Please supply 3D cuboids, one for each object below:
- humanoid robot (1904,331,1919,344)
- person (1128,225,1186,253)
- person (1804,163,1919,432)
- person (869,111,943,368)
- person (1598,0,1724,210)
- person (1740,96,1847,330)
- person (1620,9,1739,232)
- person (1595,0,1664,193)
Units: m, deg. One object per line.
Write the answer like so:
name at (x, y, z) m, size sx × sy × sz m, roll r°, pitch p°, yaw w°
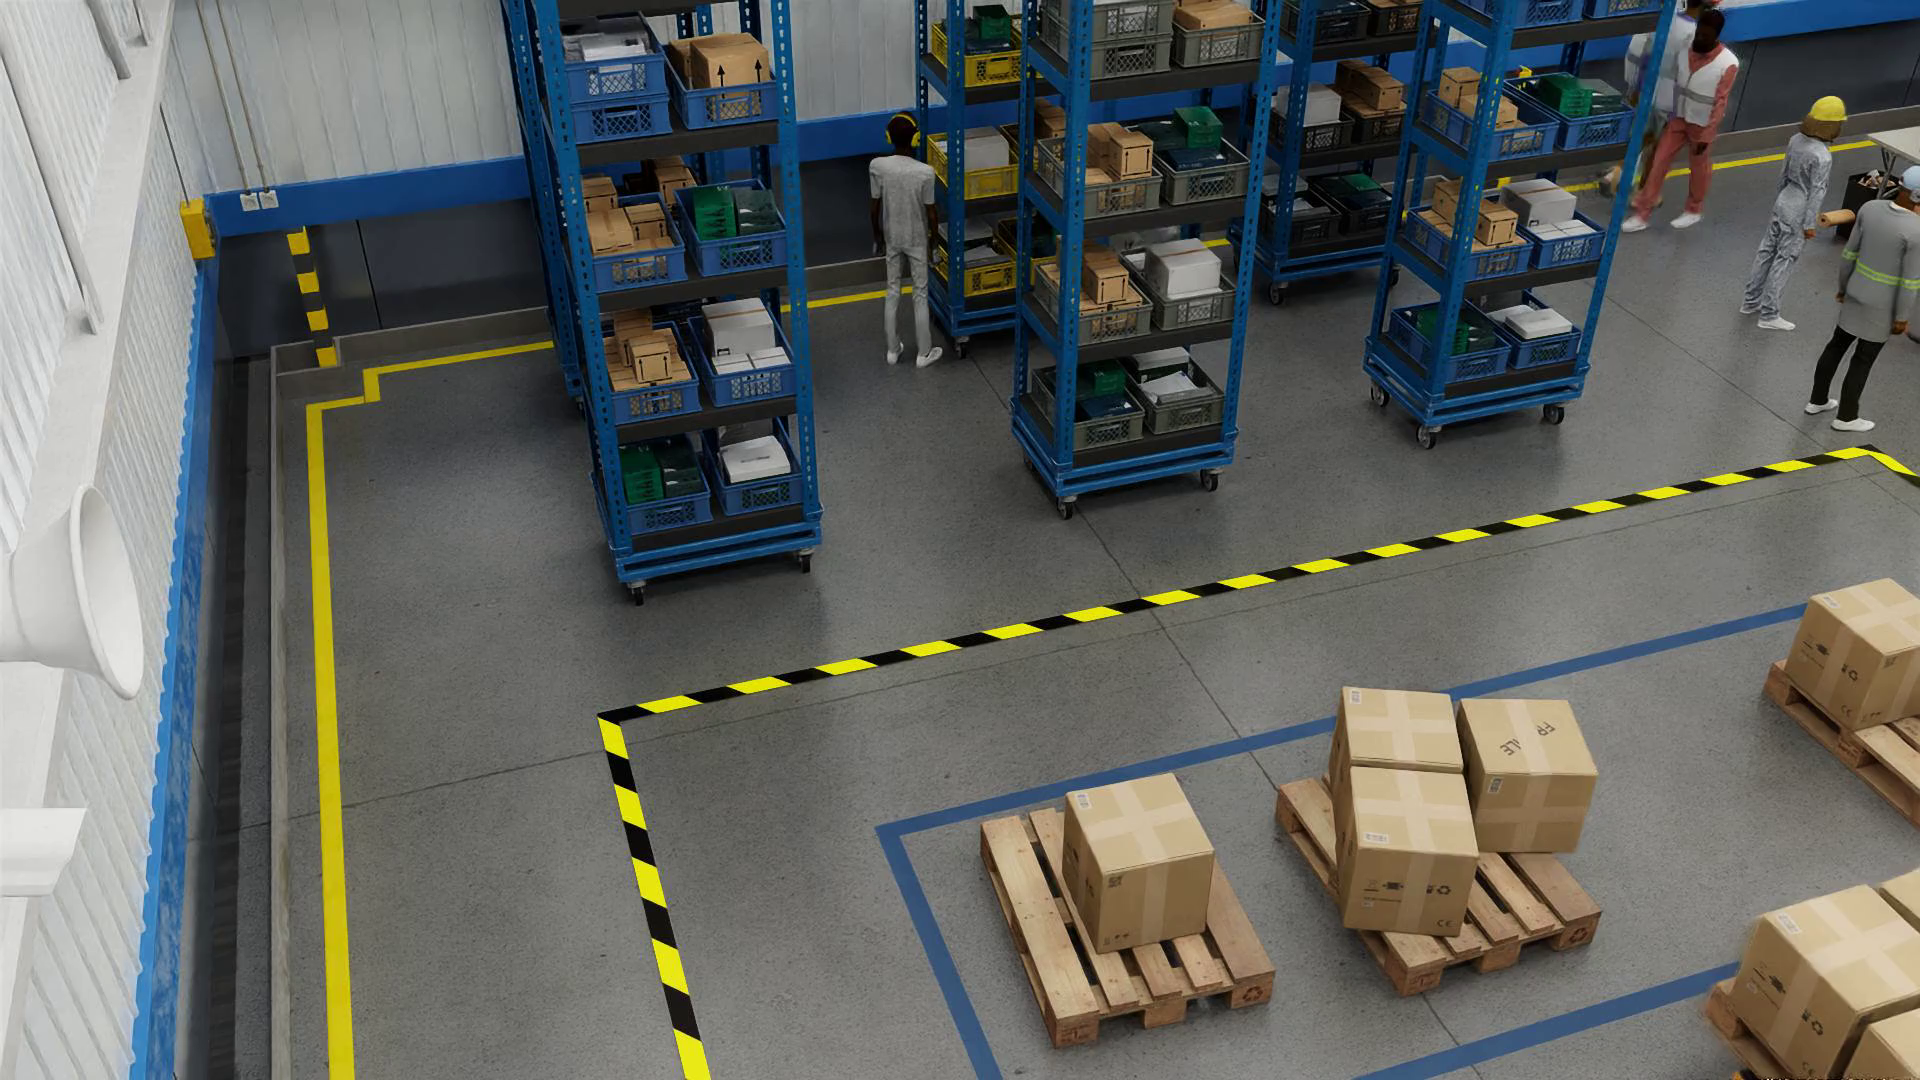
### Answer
humanoid robot at (7.131, -1.914, 11.575) m, size 0.610 × 1.628 × 0.736 m, roll -29°, pitch 45°, yaw -35°
person at (1.257, -1.602, 10.956) m, size 0.462 × 1.844 × 0.535 m, roll -23°, pitch 41°, yaw -29°
person at (6.029, -1.591, 10.941) m, size 0.396 × 1.849 × 0.587 m, roll -11°, pitch 37°, yaw -15°
person at (-0.368, -2.087, 11.622) m, size 0.507 × 1.876 × 0.329 m, roll 11°, pitch 37°, yaw 15°
person at (5.795, -3.657, 13.720) m, size 0.577 × 2.018 × 0.659 m, roll -11°, pitch 37°, yaw -15°
person at (6.121, -2.395, 12.170) m, size 0.295 × 1.744 × 0.483 m, roll -4°, pitch 35°, yaw -6°
person at (5.876, -3.359, 13.426) m, size 0.924 × 1.870 × 0.597 m, roll -19°, pitch 40°, yaw -25°
person at (5.812, -3.868, 14.177) m, size 0.387 × 1.838 × 0.563 m, roll 10°, pitch 36°, yaw 14°
